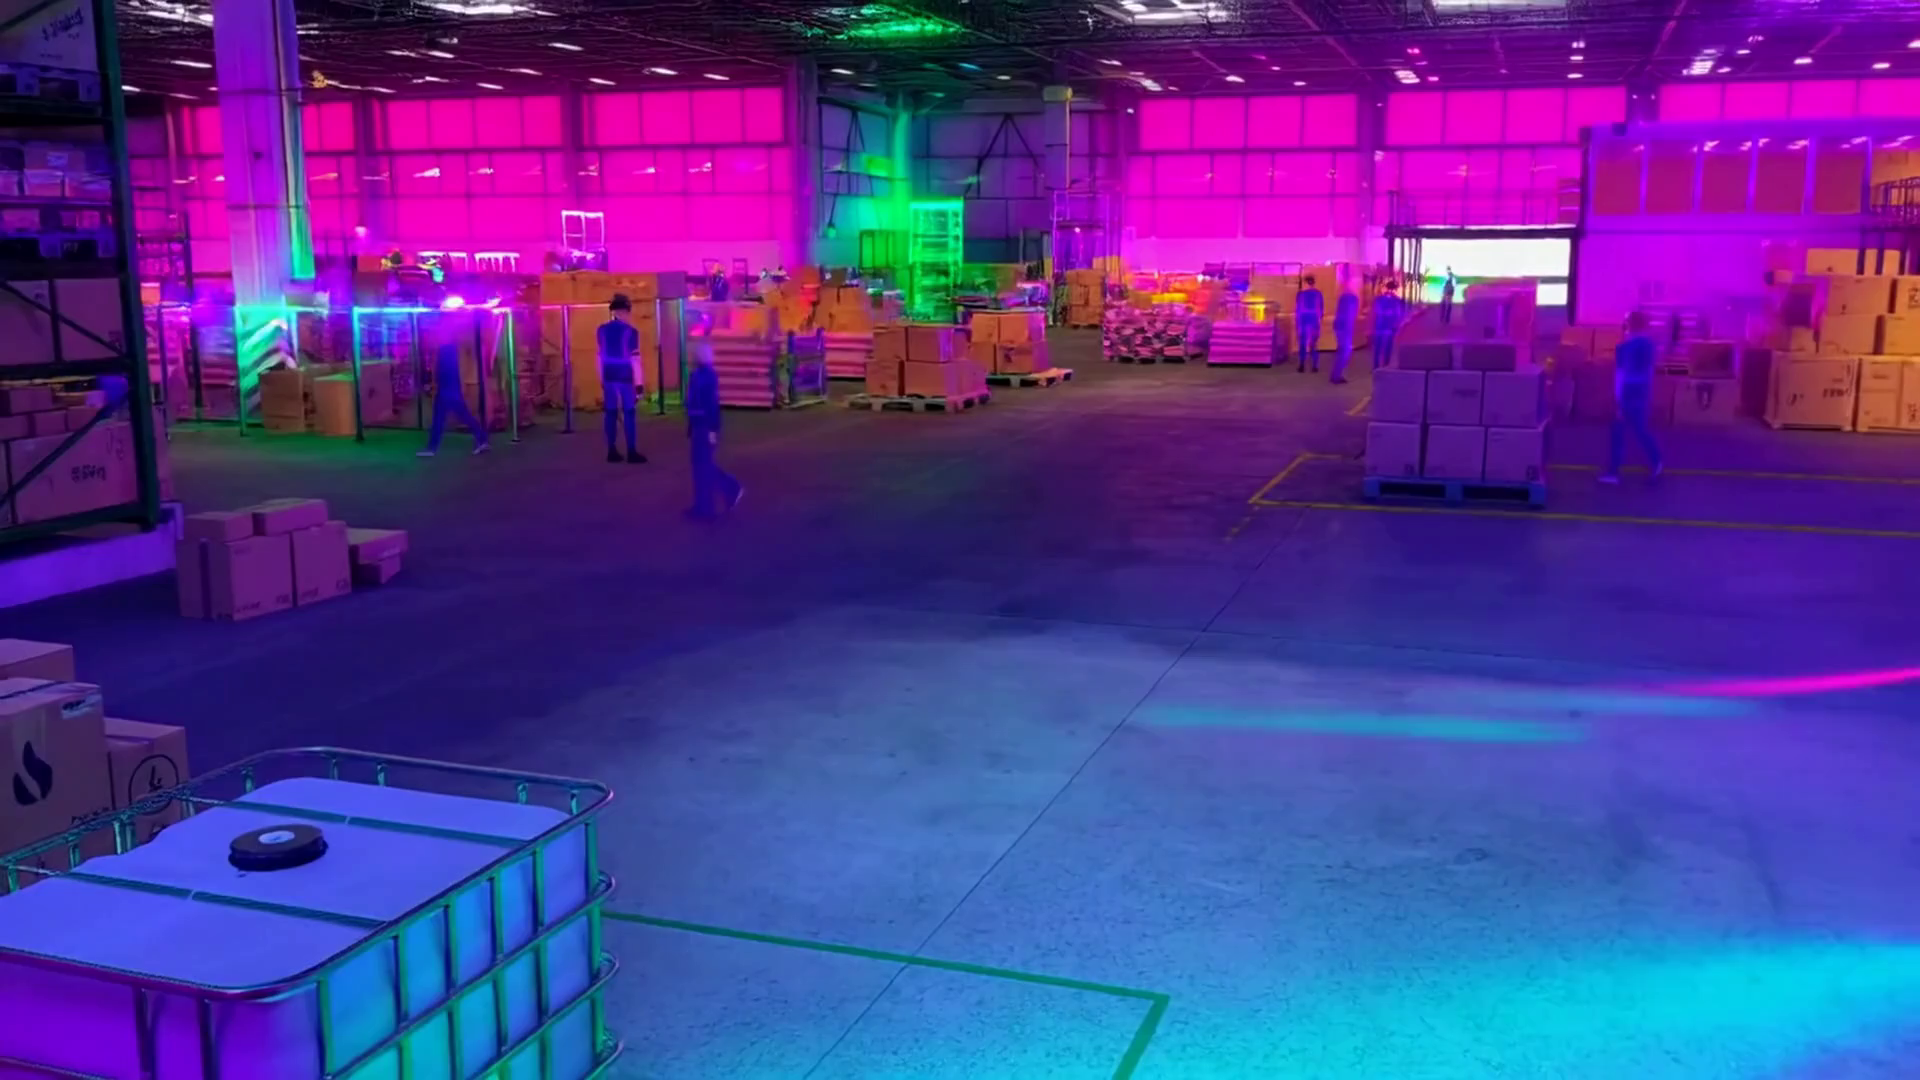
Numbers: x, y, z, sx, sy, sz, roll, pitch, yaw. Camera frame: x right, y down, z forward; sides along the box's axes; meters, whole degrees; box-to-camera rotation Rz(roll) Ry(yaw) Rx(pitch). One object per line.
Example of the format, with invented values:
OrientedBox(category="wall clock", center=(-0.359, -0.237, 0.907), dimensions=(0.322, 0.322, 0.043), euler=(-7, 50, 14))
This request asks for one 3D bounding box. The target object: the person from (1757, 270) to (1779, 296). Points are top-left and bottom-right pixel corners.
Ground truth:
OrientedBox(category="person", center=(19.288, -5.465, 39.610), dimensions=(1.071, 1.892, 0.640), euler=(-7, 12, -35))

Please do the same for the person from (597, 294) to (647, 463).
OrientedBox(category="person", center=(-3.885, -1.851, 19.150), dimensions=(0.553, 1.935, 0.365), euler=(4, 11, 21))

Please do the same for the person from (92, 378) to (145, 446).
OrientedBox(category="person", center=(-10.580, -2.108, 20.769), dimensions=(1.009, 1.893, 0.547), euler=(3, 11, 18))

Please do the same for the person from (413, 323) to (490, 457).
OrientedBox(category="person", center=(-6.034, -1.778, 19.734), dimensions=(0.856, 1.585, 0.509), euler=(-1, 10, -7))

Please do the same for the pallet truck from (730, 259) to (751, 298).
OrientedBox(category="pallet truck", center=(-7.986, -9.493, 62.019), dimensions=(0.823, 1.965, 1.885), euler=(3, 11, 17))

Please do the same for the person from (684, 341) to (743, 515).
OrientedBox(category="person", center=(-2.318, -1.034, 15.410), dimensions=(0.445, 1.630, 0.514), euler=(-5, 11, -24))

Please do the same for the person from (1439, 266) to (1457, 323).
OrientedBox(category="person", center=(15.774, -7.919, 53.675), dimensions=(0.533, 1.811, 0.839), euler=(5, 11, 25))

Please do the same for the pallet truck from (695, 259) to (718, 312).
OrientedBox(category="pallet truck", center=(-9.165, -9.627, 62.776), dimensions=(0.823, 1.965, 1.885), euler=(4, 11, 23))

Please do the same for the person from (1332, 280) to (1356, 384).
OrientedBox(category="person", center=(6.944, -3.754, 30.053), dimensions=(0.448, 1.874, 0.706), euler=(1, 10, 4))

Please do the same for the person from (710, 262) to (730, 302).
OrientedBox(category="person", center=(-6.655, -6.683, 46.091), dimensions=(0.629, 2.033, 0.447), euler=(4, 11, 22))

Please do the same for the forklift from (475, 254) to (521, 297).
OrientedBox(category="forklift", center=(-17.990, -10.121, 64.684), dimensions=(1.157, 1.987, 2.680), euler=(3, 11, 17))

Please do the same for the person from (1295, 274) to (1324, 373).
OrientedBox(category="person", center=(6.845, -4.249, 32.657), dimensions=(0.545, 1.938, 0.361), euler=(0, 10, 0))

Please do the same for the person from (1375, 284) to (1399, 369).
OrientedBox(category="person", center=(8.176, -4.013, 31.815), dimensions=(0.525, 1.769, 0.310), euler=(-4, 11, -23))

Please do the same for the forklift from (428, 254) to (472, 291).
OrientedBox(category="forklift", center=(-20.133, -10.254, 65.465), dimensions=(1.157, 1.987, 2.680), euler=(3, 11, 19))

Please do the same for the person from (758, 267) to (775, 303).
OrientedBox(category="person", center=(-5.687, -6.988, 48.320), dimensions=(0.643, 1.858, 0.962), euler=(6, 12, 32))

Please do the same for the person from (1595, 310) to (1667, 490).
OrientedBox(category="person", center=(6.975, -1.438, 17.130), dimensions=(0.520, 1.839, 0.886), euler=(-2, 10, -13))
